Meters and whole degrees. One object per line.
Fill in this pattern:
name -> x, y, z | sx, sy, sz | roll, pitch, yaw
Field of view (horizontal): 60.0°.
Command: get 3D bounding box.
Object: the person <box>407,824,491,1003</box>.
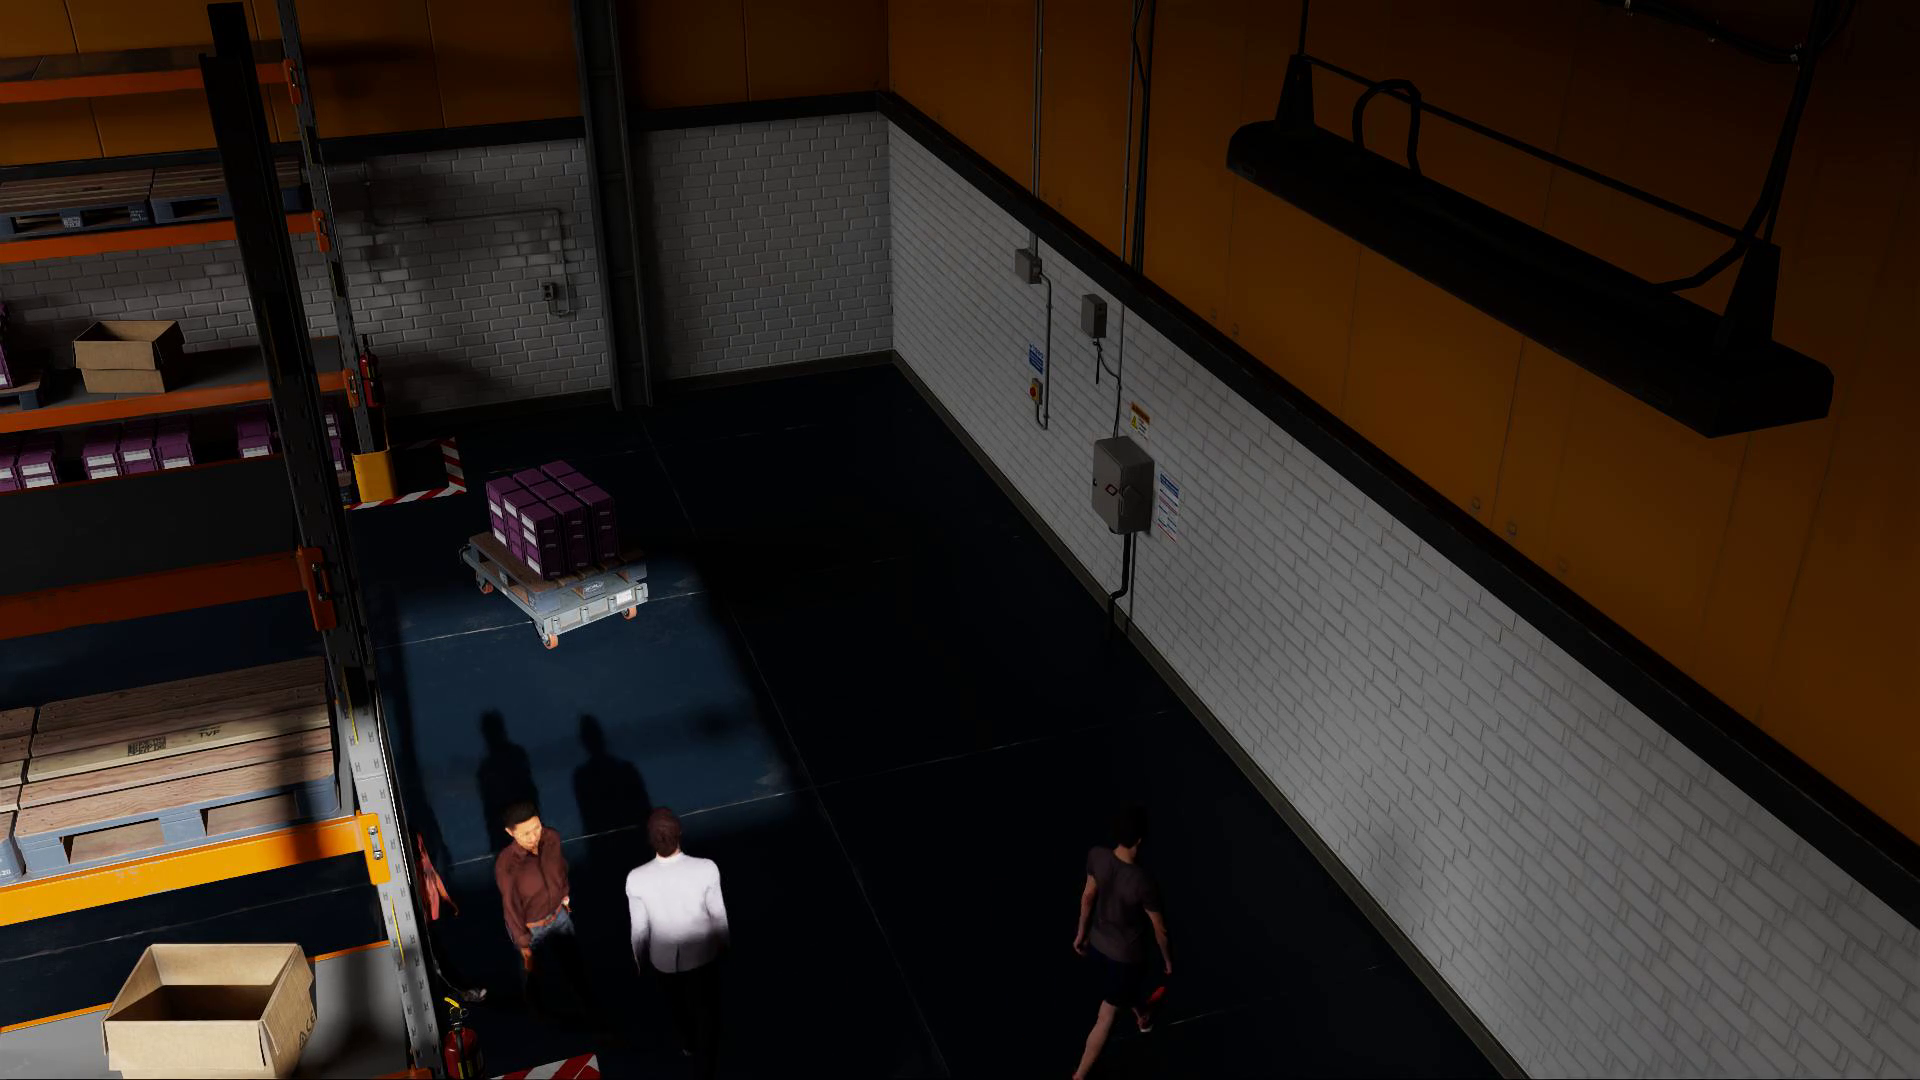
person -> -3.239, 2.190, 9.778 | 0.917, 1.285, 0.749 | 4, 29, 8

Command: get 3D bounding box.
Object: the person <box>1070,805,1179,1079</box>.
person -> 0.807, 2.282, 9.062 | 1.258, 1.807, 0.995 | -25, 37, -38

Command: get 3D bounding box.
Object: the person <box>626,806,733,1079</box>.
person -> -1.504, 2.280, 9.045 | 1.118, 1.827, 0.943 | -3, 29, -5

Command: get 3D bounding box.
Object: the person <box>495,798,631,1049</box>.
person -> -2.447, 2.134, 9.400 | 1.045, 1.744, 1.072 | 18, 34, 30
